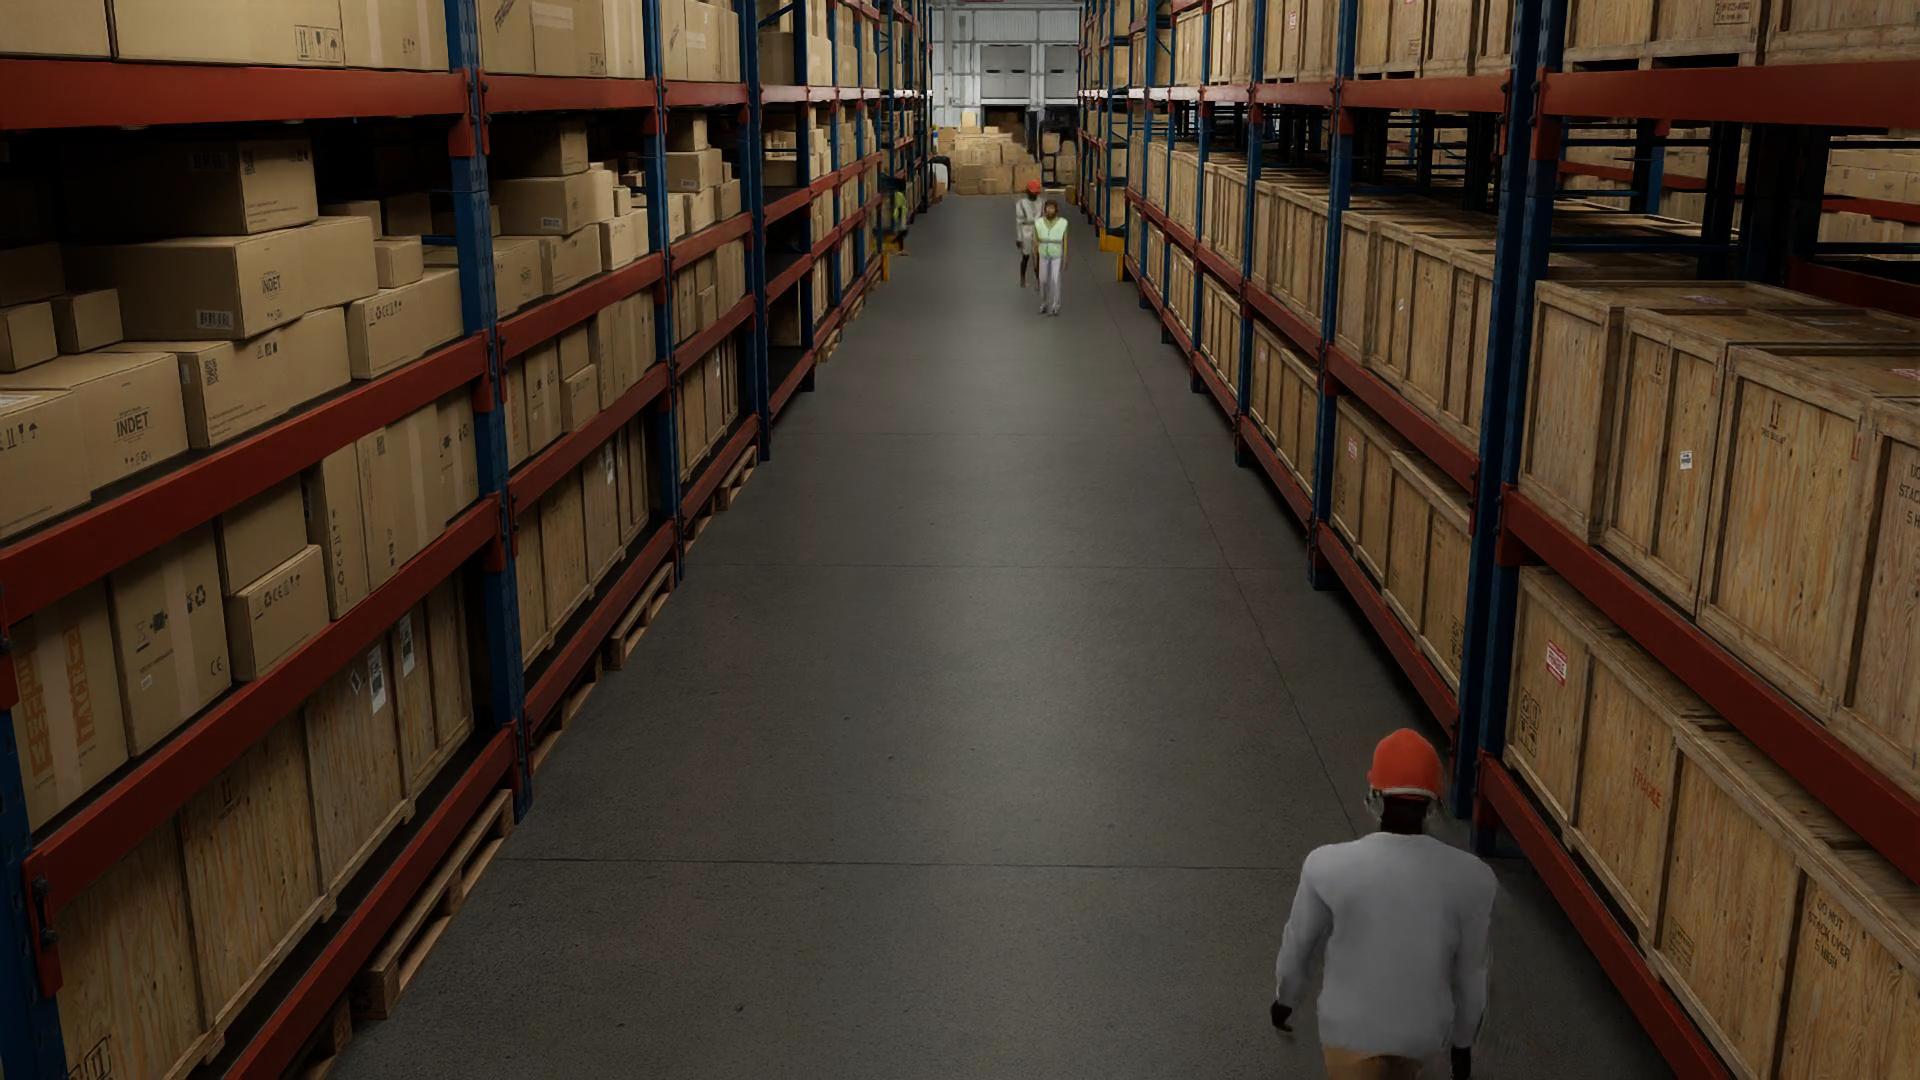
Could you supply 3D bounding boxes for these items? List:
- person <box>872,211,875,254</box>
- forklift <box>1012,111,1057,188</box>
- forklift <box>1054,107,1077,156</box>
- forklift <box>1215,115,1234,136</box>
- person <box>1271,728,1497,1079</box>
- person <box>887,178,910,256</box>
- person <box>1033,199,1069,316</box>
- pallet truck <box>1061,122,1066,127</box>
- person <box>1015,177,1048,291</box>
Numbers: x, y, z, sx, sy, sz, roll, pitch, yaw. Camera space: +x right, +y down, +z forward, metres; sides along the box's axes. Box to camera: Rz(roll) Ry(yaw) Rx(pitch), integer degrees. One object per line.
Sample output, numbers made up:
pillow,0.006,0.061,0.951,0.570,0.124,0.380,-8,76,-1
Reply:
person,-1.926,-5.979,31.950,0.871,1.873,0.637,-1,15,-3
forklift,2.682,-14.545,61.908,1.873,2.768,1.129,0,15,2
forklift,4.875,-18.867,77.989,1.129,2.768,1.873,-7,17,-24
forklift,7.931,-11.373,50.108,1.129,2.768,1.873,0,15,2
person,1.230,1.378,4.892,0.574,1.700,0.904,-1,15,-2
person,-1.315,-7.012,36.154,0.403,1.684,0.535,-1,15,-4
person,1.451,-4.513,26.551,0.569,1.841,0.372,4,15,14
pallet truck,5.788,-21.111,88.014,1.885,1.965,0.823,5,16,18
person,1.309,-5.503,29.952,0.642,2.058,0.569,-3,15,-11
